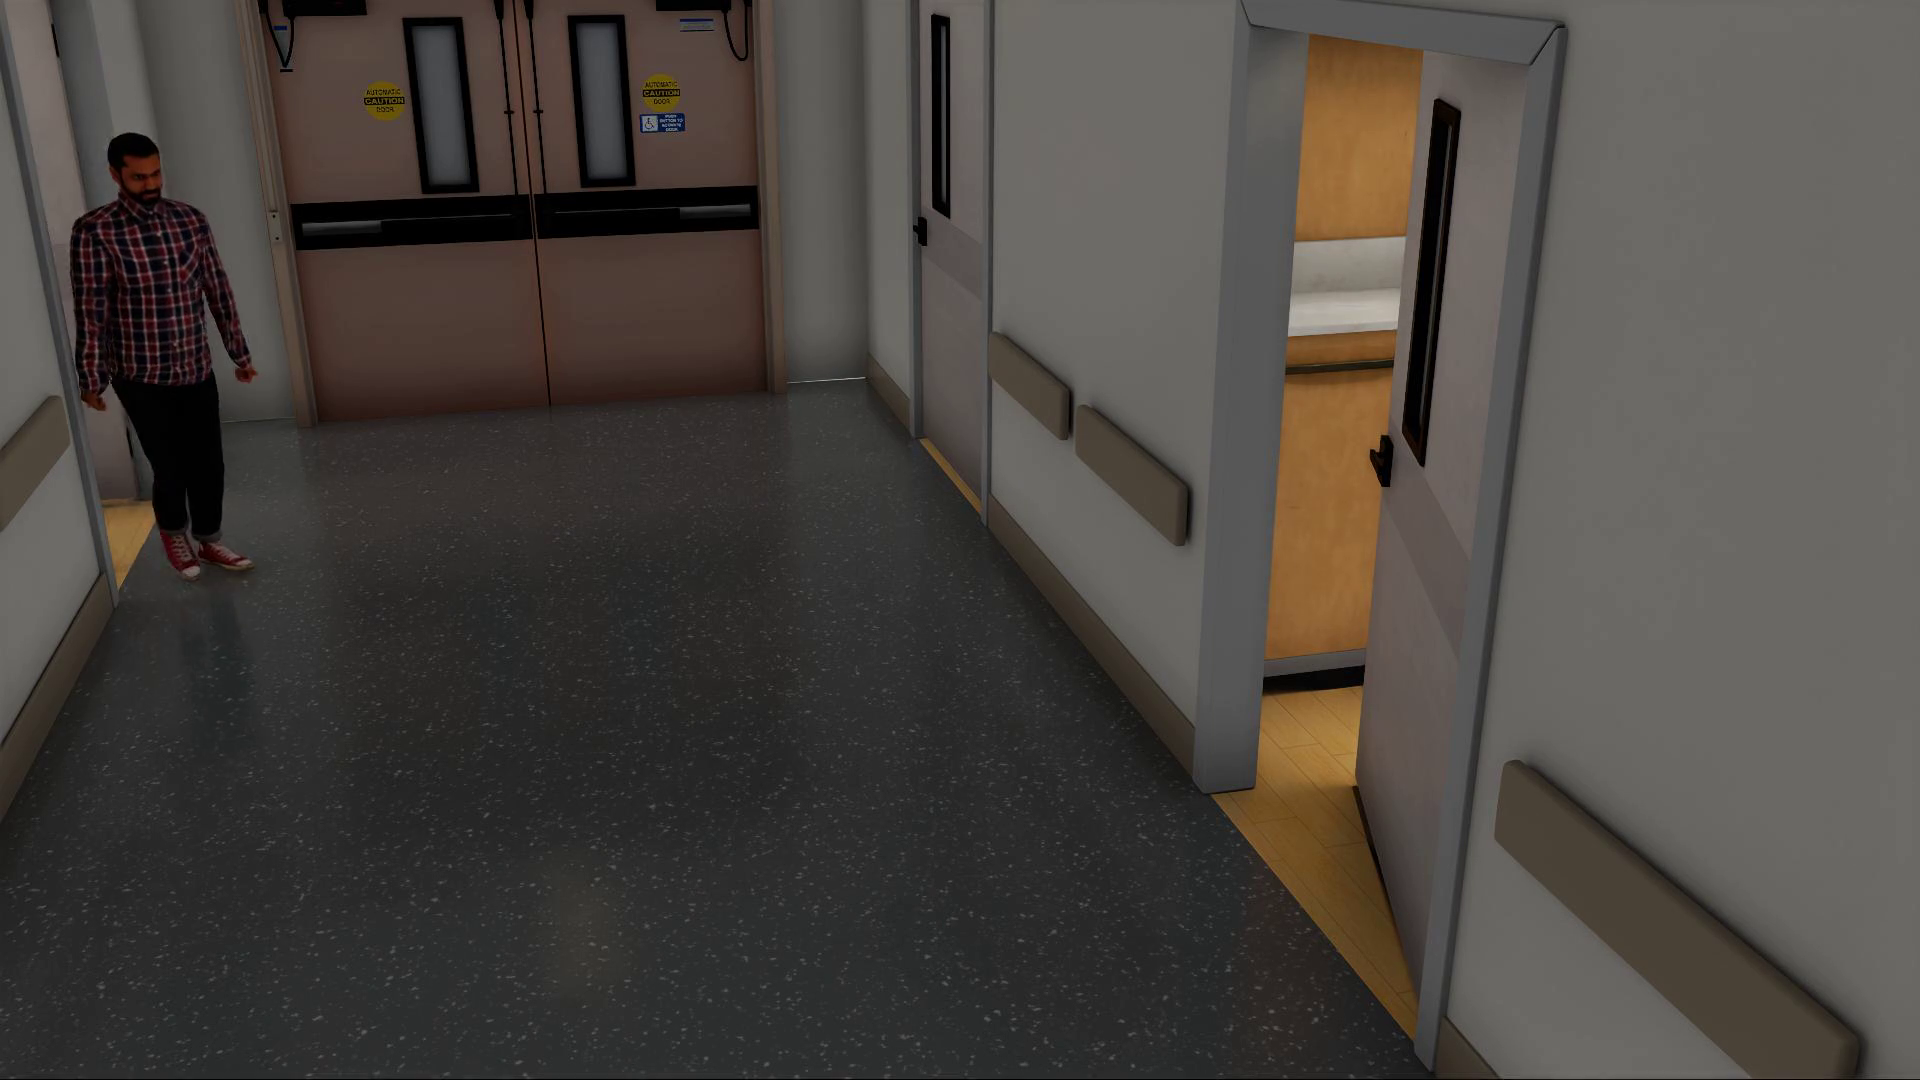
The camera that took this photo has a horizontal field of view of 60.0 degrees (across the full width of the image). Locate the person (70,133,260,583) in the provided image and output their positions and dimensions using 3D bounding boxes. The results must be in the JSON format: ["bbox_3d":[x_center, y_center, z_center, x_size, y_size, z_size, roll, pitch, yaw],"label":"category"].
[{"bbox_3d":[-3.078,-0.668,6.343,0.905,1.739,0.888,13,24,30],"label":"person"}]
